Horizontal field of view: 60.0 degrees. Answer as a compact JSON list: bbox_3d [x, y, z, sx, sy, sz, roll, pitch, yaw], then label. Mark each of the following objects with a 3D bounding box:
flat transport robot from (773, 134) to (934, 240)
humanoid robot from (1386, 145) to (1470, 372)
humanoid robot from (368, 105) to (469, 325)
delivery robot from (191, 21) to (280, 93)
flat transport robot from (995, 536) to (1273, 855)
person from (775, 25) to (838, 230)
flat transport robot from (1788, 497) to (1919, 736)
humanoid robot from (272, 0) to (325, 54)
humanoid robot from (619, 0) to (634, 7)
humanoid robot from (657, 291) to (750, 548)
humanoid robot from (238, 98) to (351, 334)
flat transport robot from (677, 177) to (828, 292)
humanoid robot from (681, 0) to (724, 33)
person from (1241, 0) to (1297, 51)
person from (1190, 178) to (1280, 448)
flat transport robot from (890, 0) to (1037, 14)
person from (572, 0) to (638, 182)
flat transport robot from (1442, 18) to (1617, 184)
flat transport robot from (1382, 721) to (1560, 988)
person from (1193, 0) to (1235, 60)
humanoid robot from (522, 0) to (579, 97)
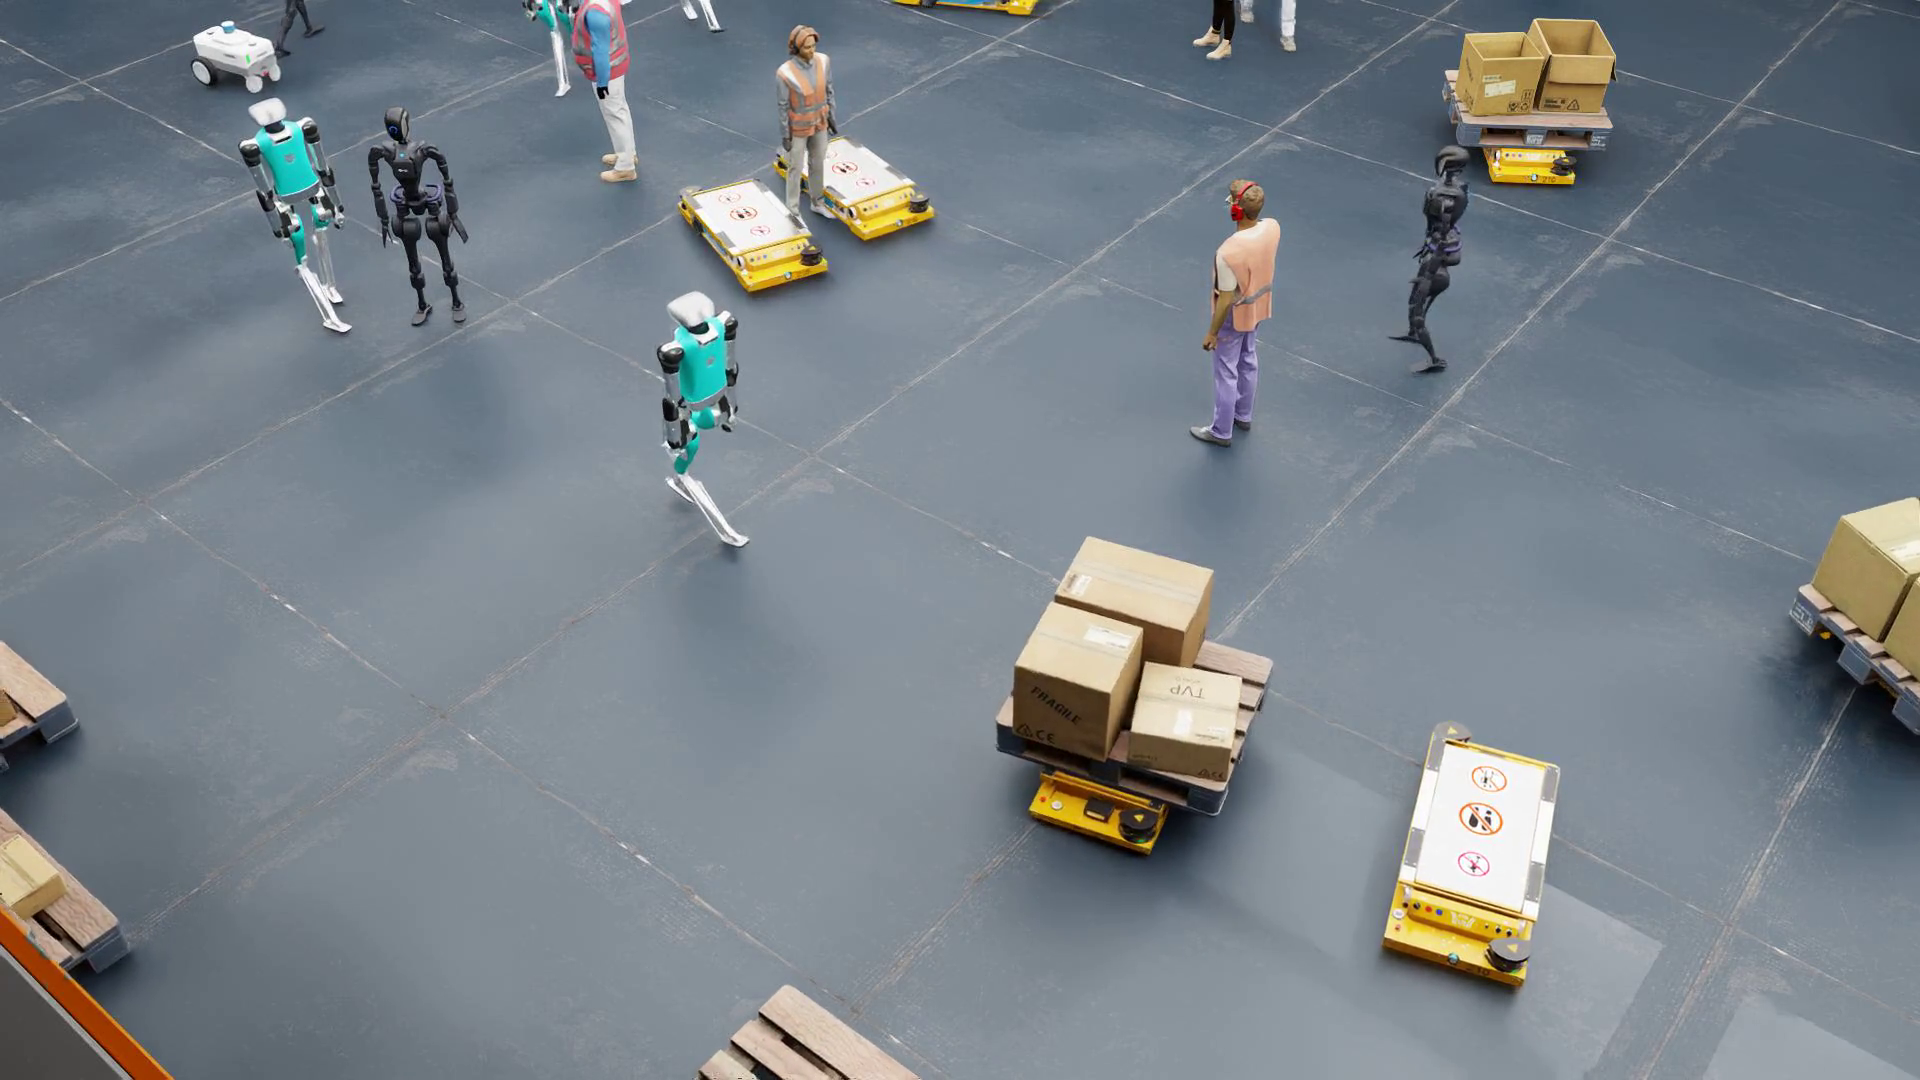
[{"bbox_3d":[-0.880,-2.882,13.469,0.659,0.231,1.431,-24,46,-26],"label":"flat transport robot"},{"bbox_3d":[3.225,-1.908,11.254,0.421,1.641,0.588,6,41,7],"label":"humanoid robot"},{"bbox_3d":[-3.774,-2.267,11.647,0.599,1.657,0.315,-3,40,-4],"label":"humanoid robot"},{"bbox_3d":[-6.541,-4.387,15.017,0.766,0.594,0.525,19,44,21],"label":"delivery robot"},{"bbox_3d":[0.931,1.019,8.879,0.659,0.231,1.431,15,43,17],"label":"flat transport robot"},{"bbox_3d":[-1.172,-3.150,12.729,0.515,1.632,0.313,-32,49,-32],"label":"person"},{"bbox_3d":[5.406,0.696,9.259,0.659,0.231,1.431,-13,42,-15],"label":"flat transport robot"},{"bbox_3d":[-6.286,-5.331,15.297,0.609,1.638,0.749,23,45,24],"label":"humanoid robot"},{"bbox_3d":[-3.637,-5.805,15.813,0.984,1.750,0.536,-23,46,-25],"label":"humanoid robot"},{"bbox_3d":[-1.664,-0.773,9.888,1.025,1.760,0.543,30,49,31],"label":"humanoid robot"},{"bbox_3d":[-4.685,-2.335,11.707,0.573,1.777,0.892,-27,47,-28],"label":"humanoid robot"},{"bbox_3d":[-1.628,-2.401,12.903,0.659,0.231,1.431,-20,44,-22],"label":"flat transport robot"},{"bbox_3d":[-2.506,-5.617,15.559,0.557,1.728,1.030,-18,43,-20],"label":"humanoid robot"},{"bbox_3d":[2.949,-5.590,15.447,0.575,1.841,0.958,-8,41,-10],"label":"person"},{"bbox_3d":[1.765,-1.409,10.520,0.373,1.840,0.568,30,49,31],"label":"person"},{"bbox_3d":[0.061,-5.495,16.542,1.431,0.231,0.659,9,41,10],"label":"flat transport robot"},{"bbox_3d":[-2.856,-3.772,13.313,0.432,1.837,0.629,-4,41,-5],"label":"person"},{"bbox_3d":[4.757,-3.443,14.128,0.659,0.231,1.431,3,40,3],"label":"flat transport robot"},{"bbox_3d":[2.571,1.522,8.287,0.659,0.231,1.431,14,42,16],"label":"flat transport robot"},{"bbox_3d":[2.400,-5.232,15.128,0.322,1.697,0.531,-9,41,-11],"label":"person"},{"bbox_3d":[-3.495,-4.767,14.612,0.552,1.852,0.845,6,41,7],"label":"humanoid robot"}]
